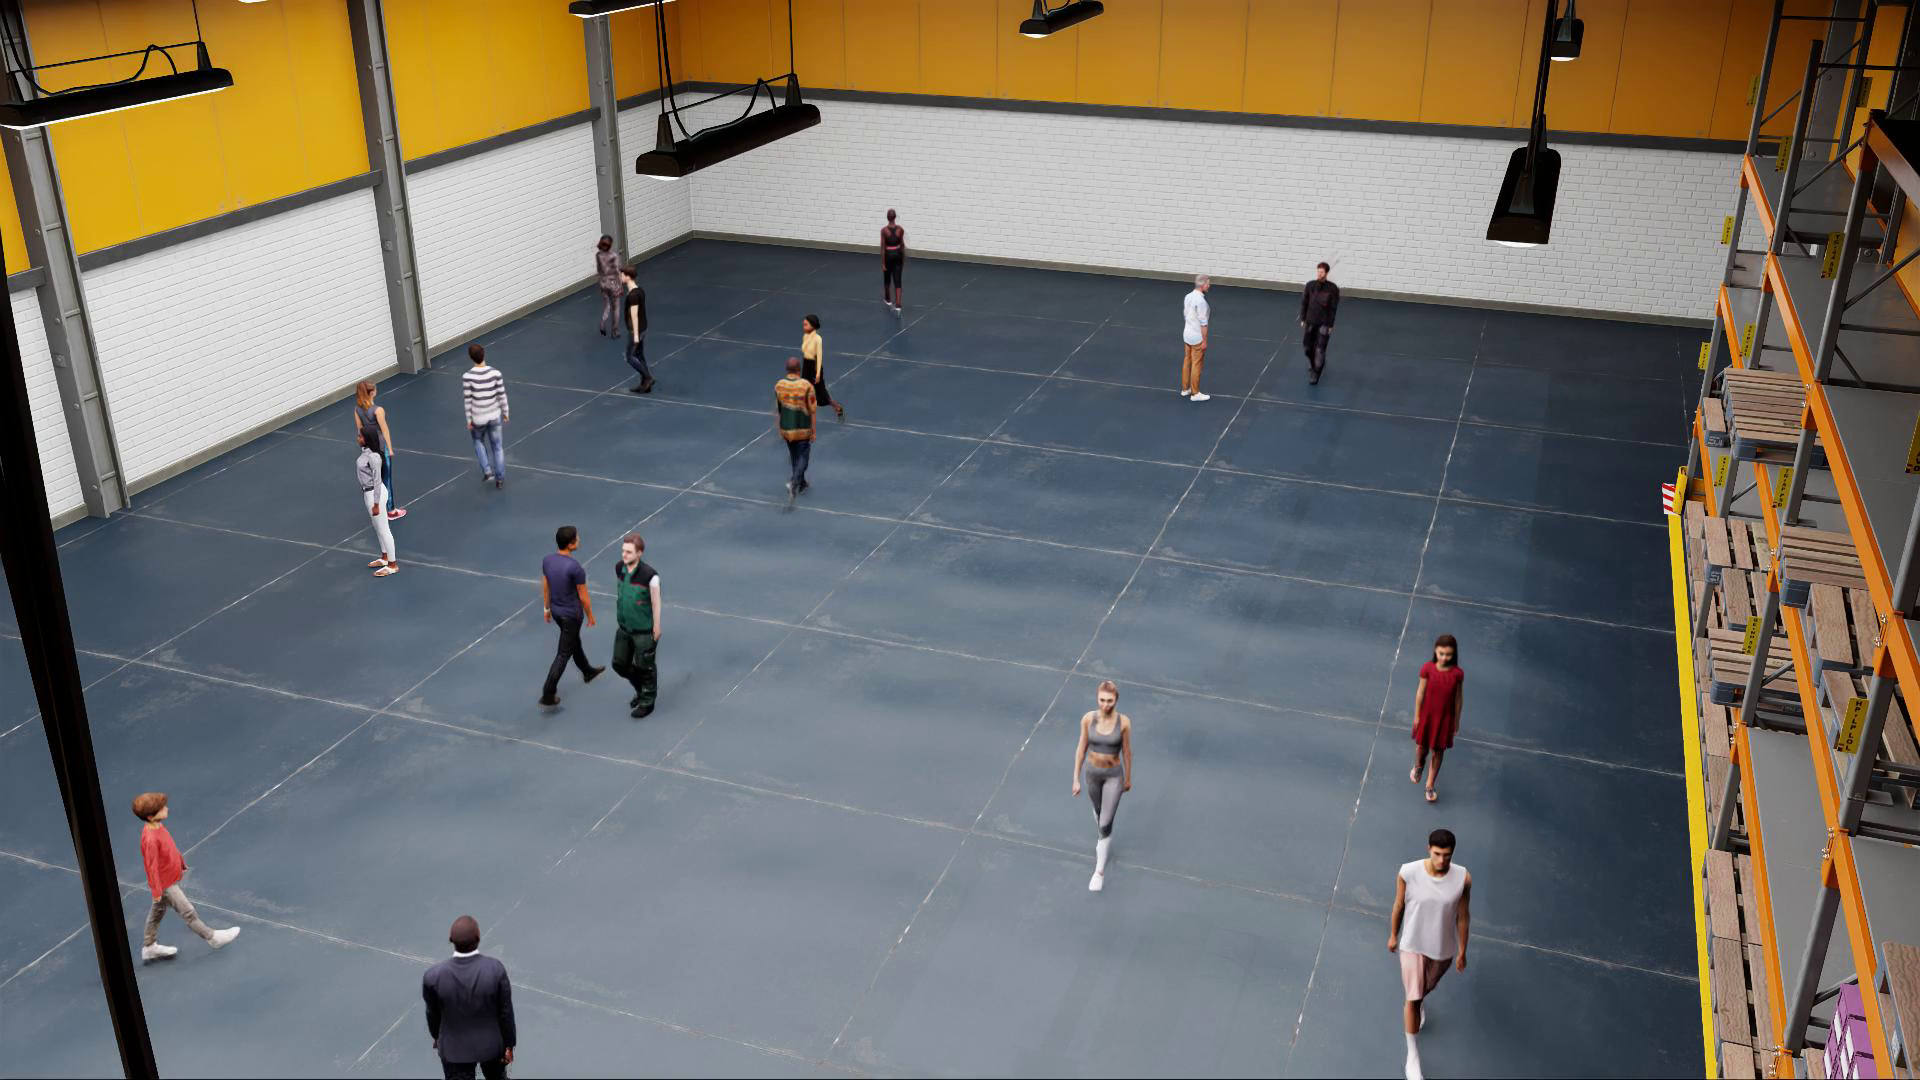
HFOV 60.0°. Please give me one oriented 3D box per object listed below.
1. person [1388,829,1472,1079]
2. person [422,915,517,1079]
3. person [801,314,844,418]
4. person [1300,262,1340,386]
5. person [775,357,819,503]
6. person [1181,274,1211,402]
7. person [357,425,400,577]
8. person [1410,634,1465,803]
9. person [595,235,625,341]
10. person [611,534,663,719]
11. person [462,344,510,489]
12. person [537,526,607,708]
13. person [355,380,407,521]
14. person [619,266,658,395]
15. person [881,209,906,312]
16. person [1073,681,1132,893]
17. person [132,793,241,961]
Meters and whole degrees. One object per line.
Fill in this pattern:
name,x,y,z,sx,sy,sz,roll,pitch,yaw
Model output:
person,3.166,2.674,11.238,0.807,1.745,1.177,4,24,9
person,-2.978,3.120,10.140,1.092,1.806,1.255,-6,24,-13
person,-1.930,-2.261,22.677,0.831,1.625,1.071,21,31,40
person,5.352,-3.232,24.649,0.788,1.824,0.910,13,27,28
person,-2.023,-1.342,20.371,0.728,1.789,1.042,6,24,14
person,3.397,-2.933,23.969,0.824,1.822,0.749,-9,25,-20
person,-6.476,-0.461,18.436,0.714,1.725,0.673,-13,27,-28
person,4.093,1.470,14.243,0.596,1.543,0.749,5,24,10
person,-5.636,-4.020,26.600,0.587,1.707,0.702,10,25,21
person,-2.950,0.766,15.489,0.707,1.837,0.709,14,27,29
person,-5.883,-1.497,20.674,0.824,1.830,0.877,-9,25,-19
person,-3.758,0.759,15.630,0.814,1.736,1.222,13,27,27
person,-6.975,-1.080,19.854,0.557,1.722,0.521,8,25,17
person,-4.594,-3.027,24.111,0.874,1.879,0.767,-2,24,-4
person,-1.109,-4.686,28.117,1.027,1.712,1.268,-5,24,-11
person,1.144,1.861,13.210,0.664,1.655,1.126,6,24,12
person,-5.875,2.484,12.122,0.955,1.385,0.914,-9,25,-20
